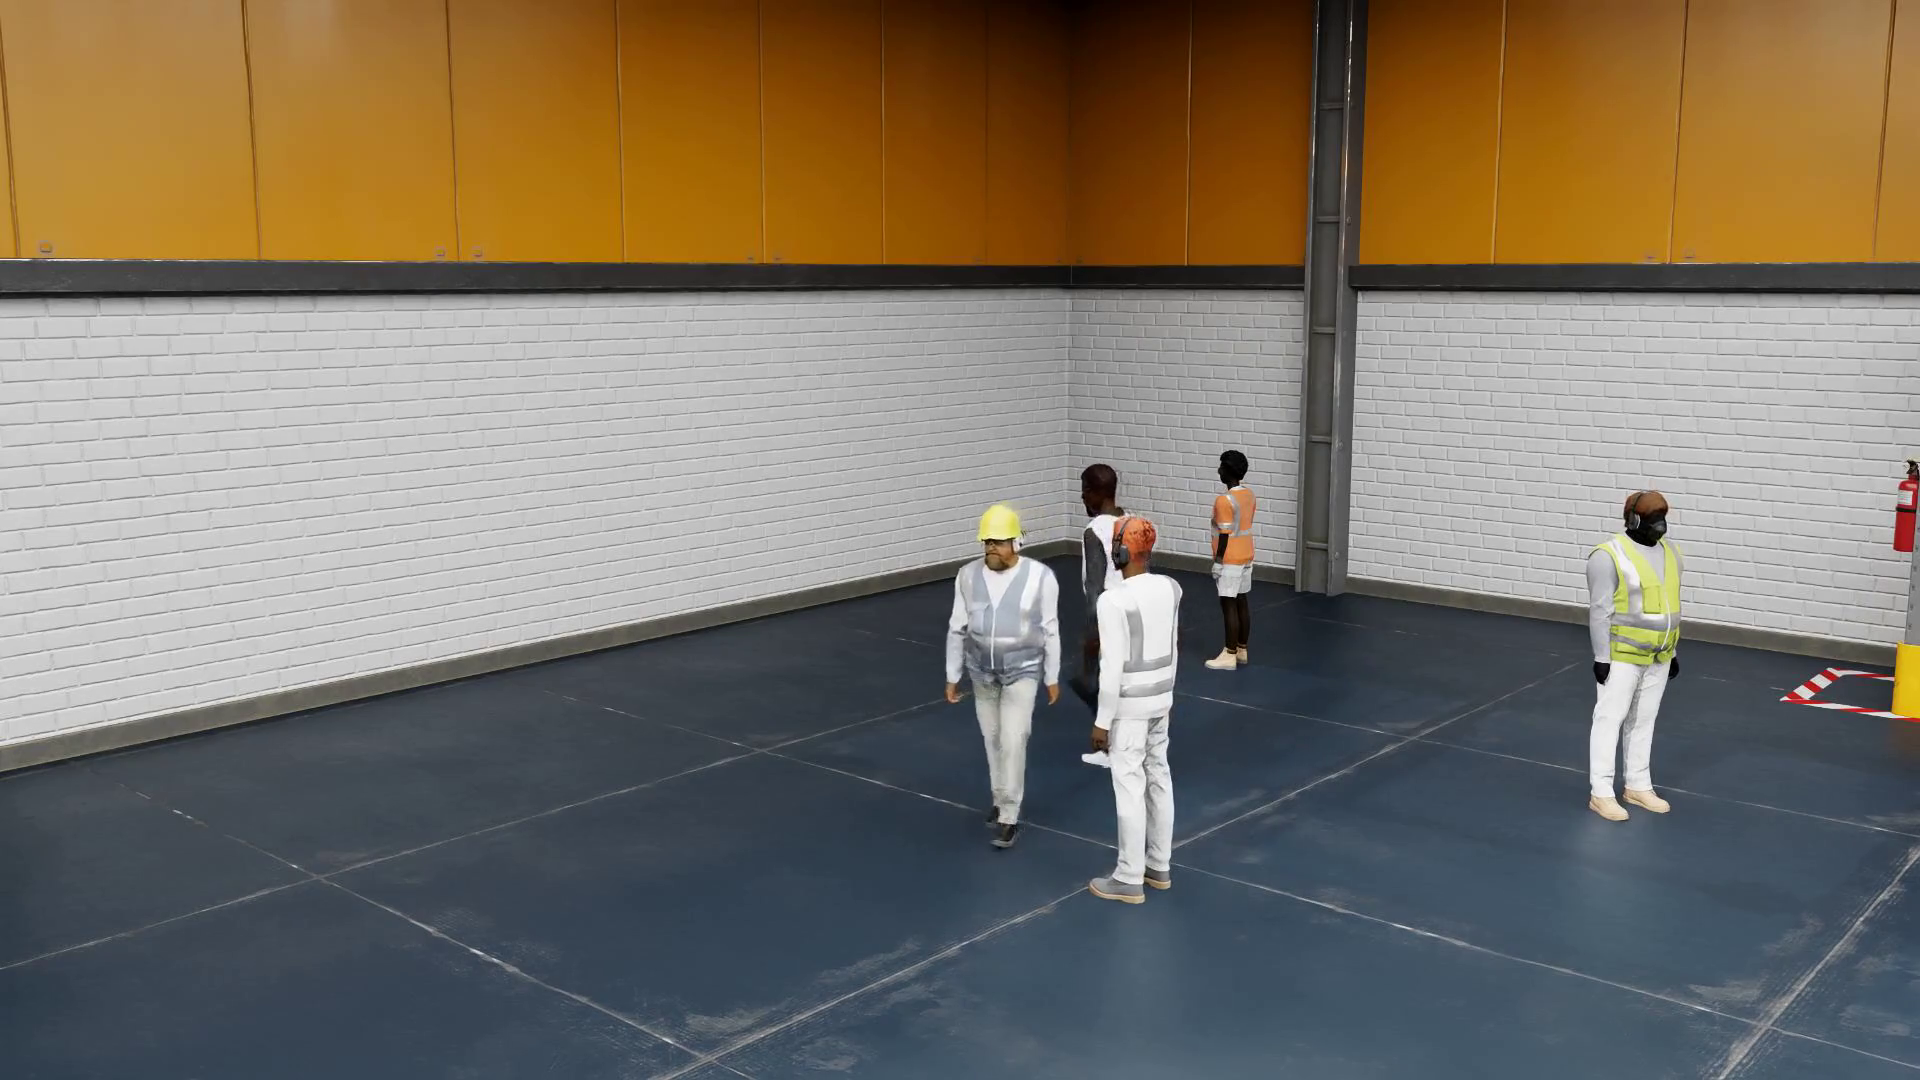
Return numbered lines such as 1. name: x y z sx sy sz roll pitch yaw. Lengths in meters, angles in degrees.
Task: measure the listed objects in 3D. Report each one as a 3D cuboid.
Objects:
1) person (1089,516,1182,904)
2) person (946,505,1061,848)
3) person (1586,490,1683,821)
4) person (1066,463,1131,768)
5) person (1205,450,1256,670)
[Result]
1. person: 0.846 0.819 8.073 0.359 1.882 0.575 8 12 42
2. person: 0.186 0.724 8.896 0.611 1.805 0.755 4 10 23
3. person: 3.802 0.637 9.337 0.626 1.846 0.429 -4 10 -25
4. person: 0.895 0.479 10.147 0.454 1.899 0.623 5 10 29
5. person: 2.095 0.152 12.837 0.318 1.697 0.535 6 11 31
